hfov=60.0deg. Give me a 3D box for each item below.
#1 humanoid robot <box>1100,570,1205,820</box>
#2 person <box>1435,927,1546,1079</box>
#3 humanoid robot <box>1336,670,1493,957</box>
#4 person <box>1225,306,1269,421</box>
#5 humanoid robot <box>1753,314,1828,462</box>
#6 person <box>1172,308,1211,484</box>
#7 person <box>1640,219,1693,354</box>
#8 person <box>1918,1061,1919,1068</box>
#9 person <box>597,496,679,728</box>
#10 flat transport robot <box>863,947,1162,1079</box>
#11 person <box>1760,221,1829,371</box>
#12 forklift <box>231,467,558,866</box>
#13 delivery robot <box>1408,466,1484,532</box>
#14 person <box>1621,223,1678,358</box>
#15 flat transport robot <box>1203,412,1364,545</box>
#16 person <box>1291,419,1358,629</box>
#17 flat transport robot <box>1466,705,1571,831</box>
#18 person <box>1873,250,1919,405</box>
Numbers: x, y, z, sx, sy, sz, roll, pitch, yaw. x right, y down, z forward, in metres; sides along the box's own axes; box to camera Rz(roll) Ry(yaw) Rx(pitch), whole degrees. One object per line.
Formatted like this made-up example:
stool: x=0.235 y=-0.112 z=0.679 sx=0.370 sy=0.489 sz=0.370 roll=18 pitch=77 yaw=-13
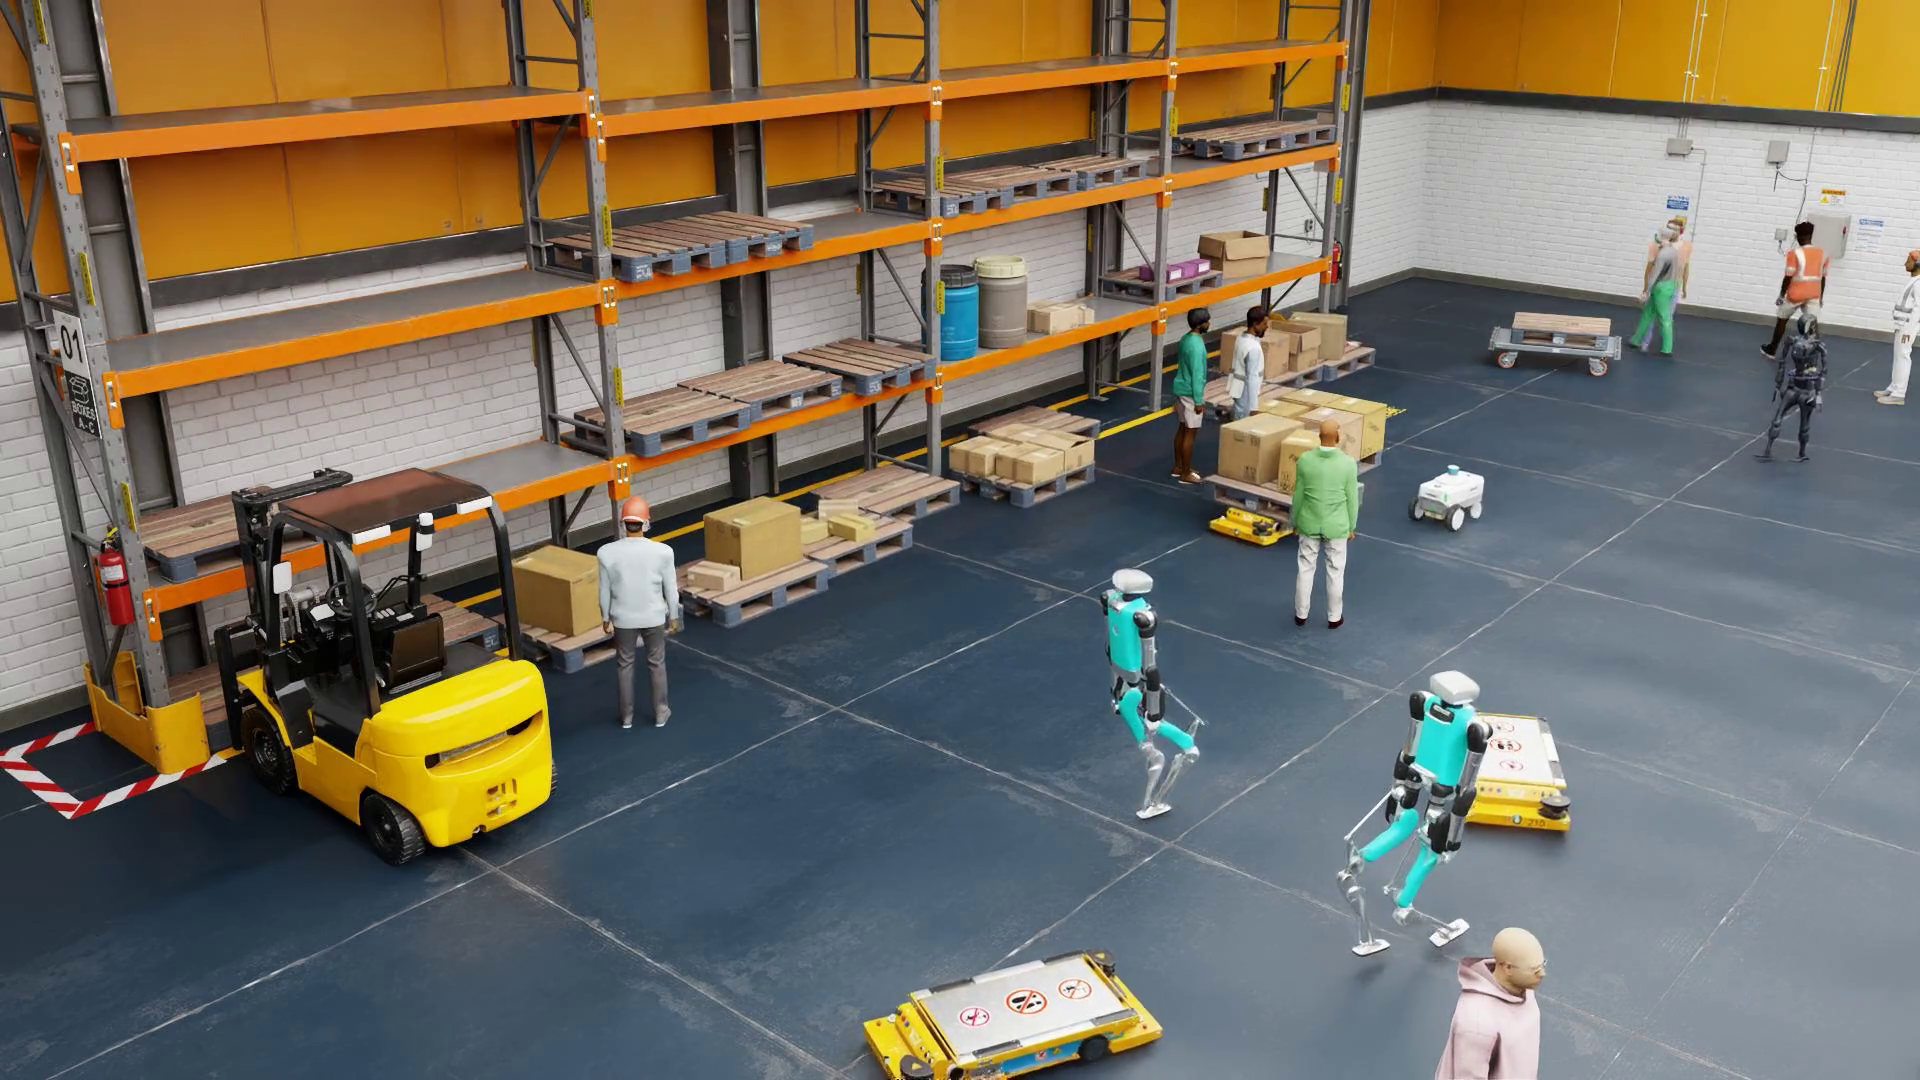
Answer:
humanoid robot: x=1.275 y=1.047 z=10.728 sx=0.739 sy=1.874 sz=0.539 roll=-10 pitch=22 yaw=-25
person: x=2.172 y=2.374 z=6.946 sx=0.407 sy=1.776 sz=0.528 roll=17 pitch=26 yaw=38
humanoid robot: x=2.450 y=1.590 z=9.139 sx=0.987 sy=1.746 sz=0.546 roll=-12 pitch=23 yaw=-29
person: x=2.969 y=-1.481 z=17.207 sx=0.411 sy=1.908 sz=0.596 roll=-1 pitch=20 yaw=-4
humanoid robot: x=9.026 y=-1.618 z=17.930 sx=0.661 sy=1.637 sz=0.609 roll=-11 pitch=23 yaw=-27
person: x=2.397 y=-1.510 z=17.361 sx=0.376 sy=1.847 sz=0.507 roll=-3 pitch=20 yaw=-8
person: x=9.592 y=-3.449 z=22.619 sx=0.571 sy=1.843 sz=0.376 roll=3 pitch=21 yaw=9
person: x=5.134 y=1.831 z=8.180 sx=0.626 sy=1.940 sz=0.372 roll=-7 pitch=21 yaw=-17
person: x=-2.311 y=0.524 z=12.007 sx=0.571 sy=1.739 sz=0.347 roll=-3 pitch=20 yaw=-8
flat transport robot: x=0.275 y=2.531 z=8.693 sx=1.431 sy=0.231 sz=0.659 roll=-9 pitch=22 yaw=-22
person: x=11.125 y=-3.255 z=22.055 sx=0.612 sy=1.874 sz=1.058 roll=-2 pitch=20 yaw=-6
forklift: x=-3.730 y=0.710 z=10.856 sx=2.313 sy=2.155 sz=1.214 roll=17 pitch=26 yaw=38
delivery robot: x=4.802 y=-0.434 z=16.295 sx=0.773 sy=0.582 sz=0.499 roll=-17 pitch=26 yaw=-39
person: x=9.371 y=-3.402 z=22.535 sx=0.863 sy=1.802 sz=0.538 roll=14 pitch=25 yaw=34
flat transport robot: x=3.148 y=-0.271 z=16.285 sx=1.431 sy=0.231 sz=0.659 roll=-18 pitch=27 yaw=-40
person: x=2.996 y=-0.126 z=13.709 sx=0.539 sy=1.782 sz=0.385 roll=7 pitch=21 yaw=17
flat transport robot: x=3.737 y=1.539 z=11.382 sx=0.659 sy=0.231 sz=1.431 roll=4 pitch=21 yaw=11
person: x=11.504 y=-2.591 z=20.240 sx=0.345 sy=1.882 sz=0.583 roll=8 pitch=22 yaw=20
